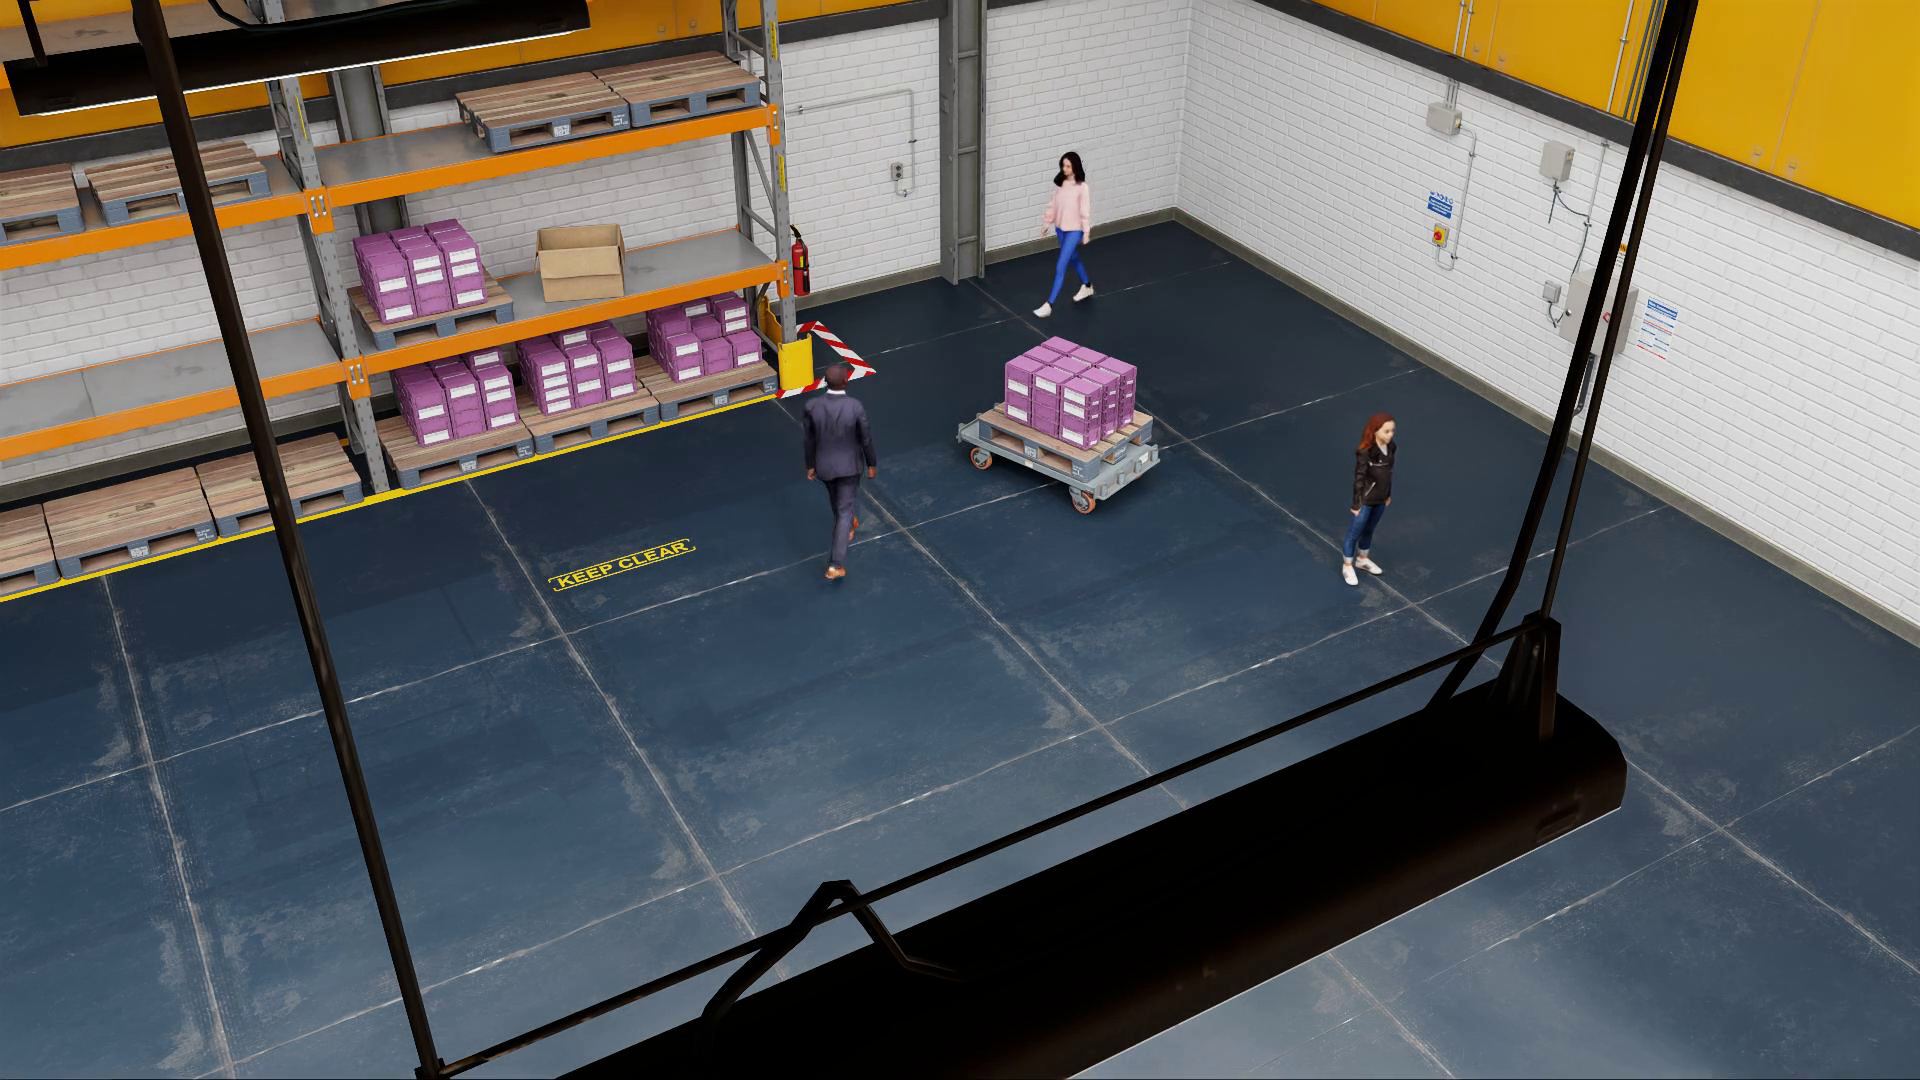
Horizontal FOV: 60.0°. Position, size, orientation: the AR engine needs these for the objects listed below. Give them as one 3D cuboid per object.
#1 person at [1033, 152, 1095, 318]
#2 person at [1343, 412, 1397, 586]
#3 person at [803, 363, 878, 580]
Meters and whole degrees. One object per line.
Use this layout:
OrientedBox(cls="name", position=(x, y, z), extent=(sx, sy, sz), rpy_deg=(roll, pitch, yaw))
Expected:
OrientedBox(cls="person", position=(1.193, -3.207, 17.311), extent=(1.196, 1.717, 0.753), rpy_deg=(-23, 40, -31))
OrientedBox(cls="person", position=(3.258, -0.358, 13.234), extent=(0.468, 1.485, 0.630), rpy_deg=(-21, 39, -28))
OrientedBox(cls="person", position=(-0.975, -0.524, 13.207), extent=(1.226, 1.790, 1.279), rpy_deg=(8, 34, 12))
